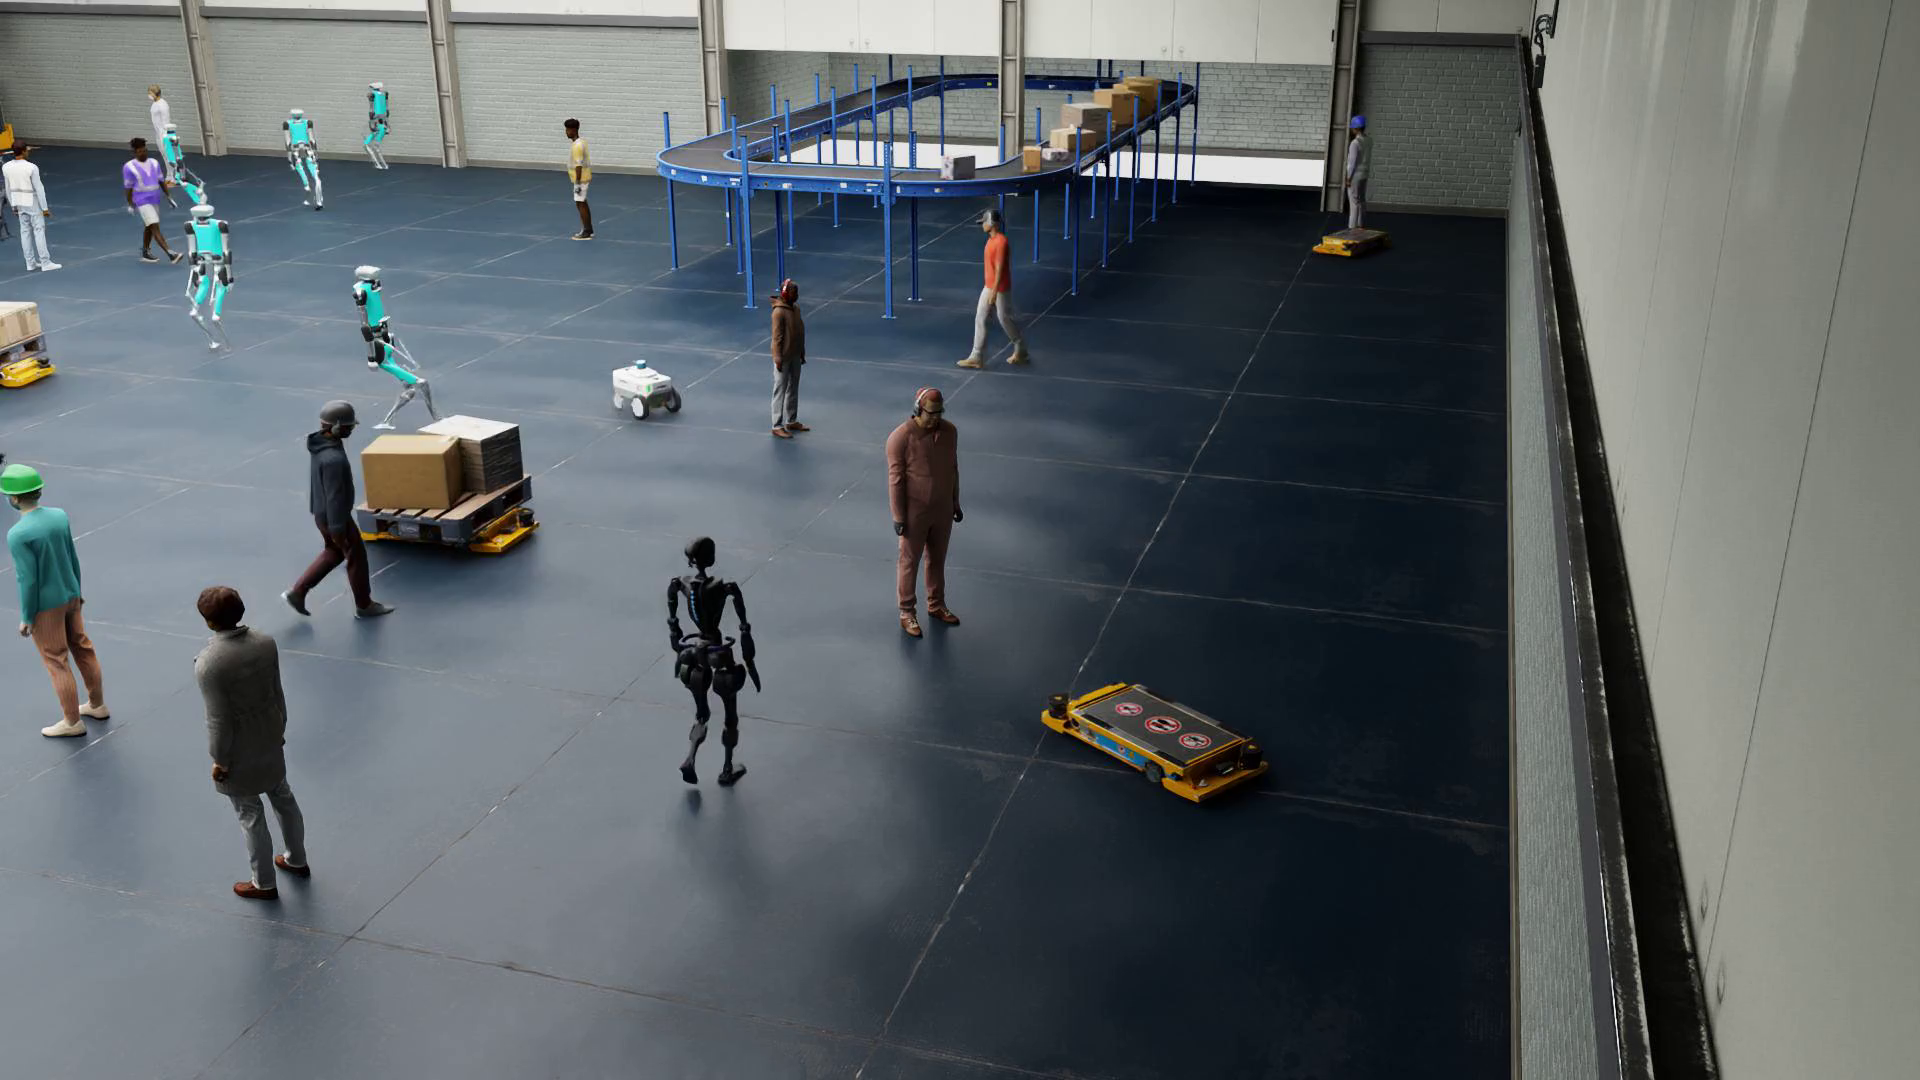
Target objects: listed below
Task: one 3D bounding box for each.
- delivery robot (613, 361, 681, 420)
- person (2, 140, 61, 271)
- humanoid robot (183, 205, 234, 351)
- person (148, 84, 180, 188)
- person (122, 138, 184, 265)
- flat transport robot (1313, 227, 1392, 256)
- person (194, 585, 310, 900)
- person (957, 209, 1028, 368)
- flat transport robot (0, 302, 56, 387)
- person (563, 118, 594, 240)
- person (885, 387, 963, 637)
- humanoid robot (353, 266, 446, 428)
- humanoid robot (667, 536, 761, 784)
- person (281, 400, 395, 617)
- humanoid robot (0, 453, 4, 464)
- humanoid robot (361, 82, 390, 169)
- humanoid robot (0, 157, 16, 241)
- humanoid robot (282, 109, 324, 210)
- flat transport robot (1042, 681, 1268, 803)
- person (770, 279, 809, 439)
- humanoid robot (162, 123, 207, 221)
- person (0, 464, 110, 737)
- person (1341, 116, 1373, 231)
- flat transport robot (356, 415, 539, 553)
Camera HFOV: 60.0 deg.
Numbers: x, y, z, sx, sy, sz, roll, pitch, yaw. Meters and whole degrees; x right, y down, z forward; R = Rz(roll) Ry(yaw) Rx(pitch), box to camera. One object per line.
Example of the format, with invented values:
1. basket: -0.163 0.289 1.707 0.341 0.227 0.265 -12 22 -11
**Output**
1. delivery robot: -3.426 -1.641 18.032 0.771 0.592 0.499 20 29 41
2. person: -13.898 -4.981 24.808 0.596 1.915 0.371 4 22 11
3. humanoid robot: -9.202 -3.127 20.292 0.551 1.804 0.808 0 21 1
4. person: -15.366 -7.790 32.068 0.373 1.938 0.629 -15 26 -35
5. person: -12.209 -5.120 25.168 1.017 1.904 0.613 8 22 20
6. flat transport robot: 6.264 -4.749 26.494 0.659 0.231 1.431 16 26 36
7. person: -3.918 1.109 9.135 0.360 1.828 0.515 9 23 23
8. person: 0.415 -2.974 19.666 0.913 1.861 0.488 -11 24 -26
9. flat transport robot: -11.365 -1.960 19.262 1.431 0.231 0.659 2 21 5
10. person: -6.192 -5.872 27.072 0.370 1.957 0.611 -2 21 -5
11. person: -0.238 -0.227 12.503 0.638 1.902 0.410 -16 26 -36
12. humanoid robot: -5.733 -1.957 17.254 0.927 1.781 0.543 0 21 0
13. humanoid robot: -1.558 0.768 10.226 0.602 1.640 0.489 8 22 19
14. person: -4.802 -0.197 12.594 0.735 1.774 0.583 -11 24 -27
15. humanoid robot: -9.521 -1.416 15.898 0.378 1.648 0.601 12 24 28
16. humanoid robot: -12.017 -8.438 34.079 0.665 1.840 0.537 9 23 22
17. humanoid robot: -15.662 -5.673 26.946 0.586 1.633 0.602 4 21 10
18. humanoid robot: -11.686 -6.748 29.770 0.535 1.829 0.931 -15 26 -34
19. flat transport robot: 1.254 1.277 10.865 0.659 0.231 1.431 -17 27 -37
20. person: -1.778 -1.877 17.134 0.308 1.647 0.461 12 24 28
21. humanoid robot: -12.963 -6.088 28.044 0.698 1.875 0.537 -17 27 -37
22. person: -5.978 0.397 10.918 0.366 1.870 0.528 5 22 12
23. person: 6.549 -6.007 27.444 0.416 1.939 0.621 16 26 36
24. flat transport robot: -4.480 -0.139 14.539 1.431 0.231 0.659 6 22 14
